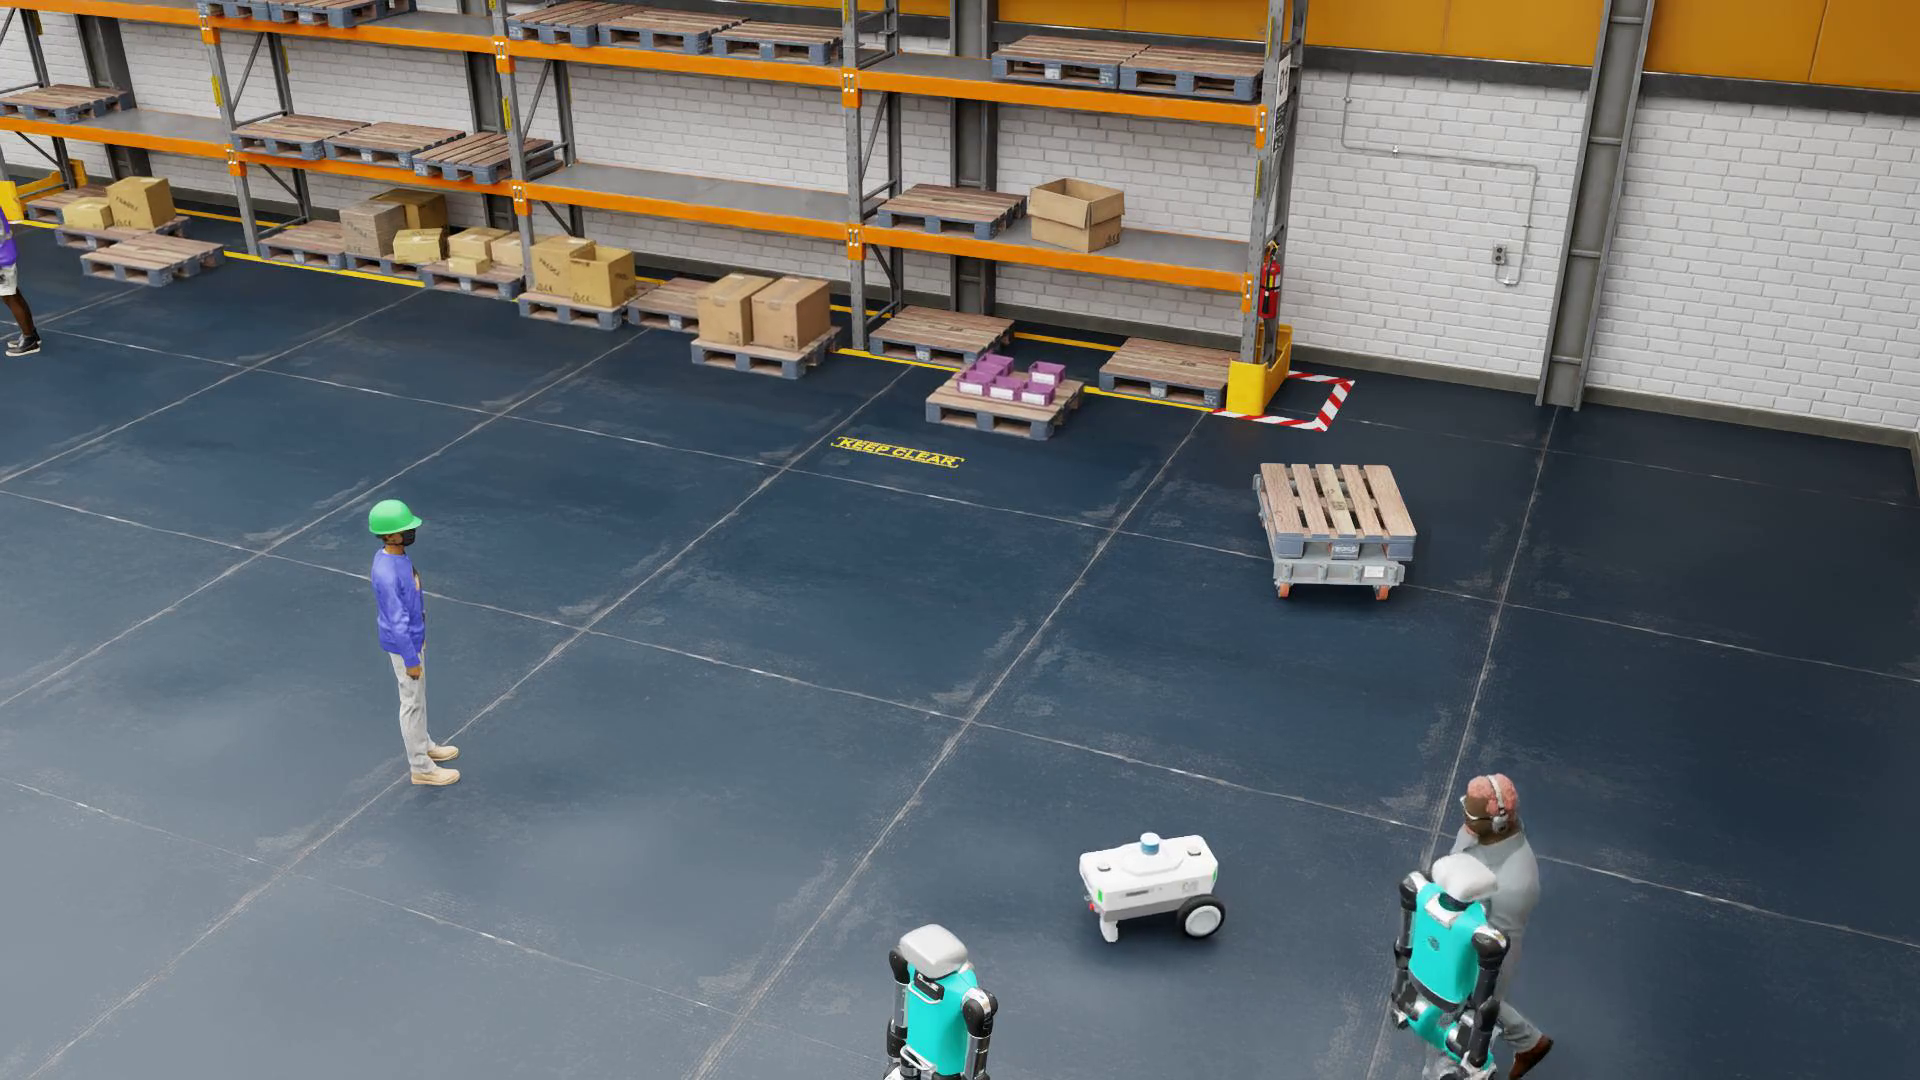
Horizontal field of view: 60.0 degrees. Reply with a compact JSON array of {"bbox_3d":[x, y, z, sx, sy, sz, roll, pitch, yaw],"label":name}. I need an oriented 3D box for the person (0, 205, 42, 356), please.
[{"bbox_3d":[-9.575,-2.786,16.510,0.410,1.949,0.598,-11,29,-21],"label":"person"}]

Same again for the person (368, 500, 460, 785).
[{"bbox_3d":[-3.301,0.610,10.002,0.343,1.874,0.458,-6,28,-12],"label":"person"}]

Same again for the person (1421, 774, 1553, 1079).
[{"bbox_3d":[2.423,1.853,7.596,0.727,1.868,0.657,2,27,3],"label":"person"}]

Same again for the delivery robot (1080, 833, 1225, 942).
[{"bbox_3d":[1.040,1.852,9.027,0.765,0.594,0.513,-7,28,-13],"label":"delivery robot"}]

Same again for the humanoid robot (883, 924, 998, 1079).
[{"bbox_3d":[-0.242,2.346,6.641,0.735,1.672,0.533,-24,36,-38],"label":"humanoid robot"}]

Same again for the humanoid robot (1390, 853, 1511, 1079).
[{"bbox_3d":[2.226,2.064,7.318,0.706,1.779,0.549,-17,32,-30],"label":"humanoid robot"}]
